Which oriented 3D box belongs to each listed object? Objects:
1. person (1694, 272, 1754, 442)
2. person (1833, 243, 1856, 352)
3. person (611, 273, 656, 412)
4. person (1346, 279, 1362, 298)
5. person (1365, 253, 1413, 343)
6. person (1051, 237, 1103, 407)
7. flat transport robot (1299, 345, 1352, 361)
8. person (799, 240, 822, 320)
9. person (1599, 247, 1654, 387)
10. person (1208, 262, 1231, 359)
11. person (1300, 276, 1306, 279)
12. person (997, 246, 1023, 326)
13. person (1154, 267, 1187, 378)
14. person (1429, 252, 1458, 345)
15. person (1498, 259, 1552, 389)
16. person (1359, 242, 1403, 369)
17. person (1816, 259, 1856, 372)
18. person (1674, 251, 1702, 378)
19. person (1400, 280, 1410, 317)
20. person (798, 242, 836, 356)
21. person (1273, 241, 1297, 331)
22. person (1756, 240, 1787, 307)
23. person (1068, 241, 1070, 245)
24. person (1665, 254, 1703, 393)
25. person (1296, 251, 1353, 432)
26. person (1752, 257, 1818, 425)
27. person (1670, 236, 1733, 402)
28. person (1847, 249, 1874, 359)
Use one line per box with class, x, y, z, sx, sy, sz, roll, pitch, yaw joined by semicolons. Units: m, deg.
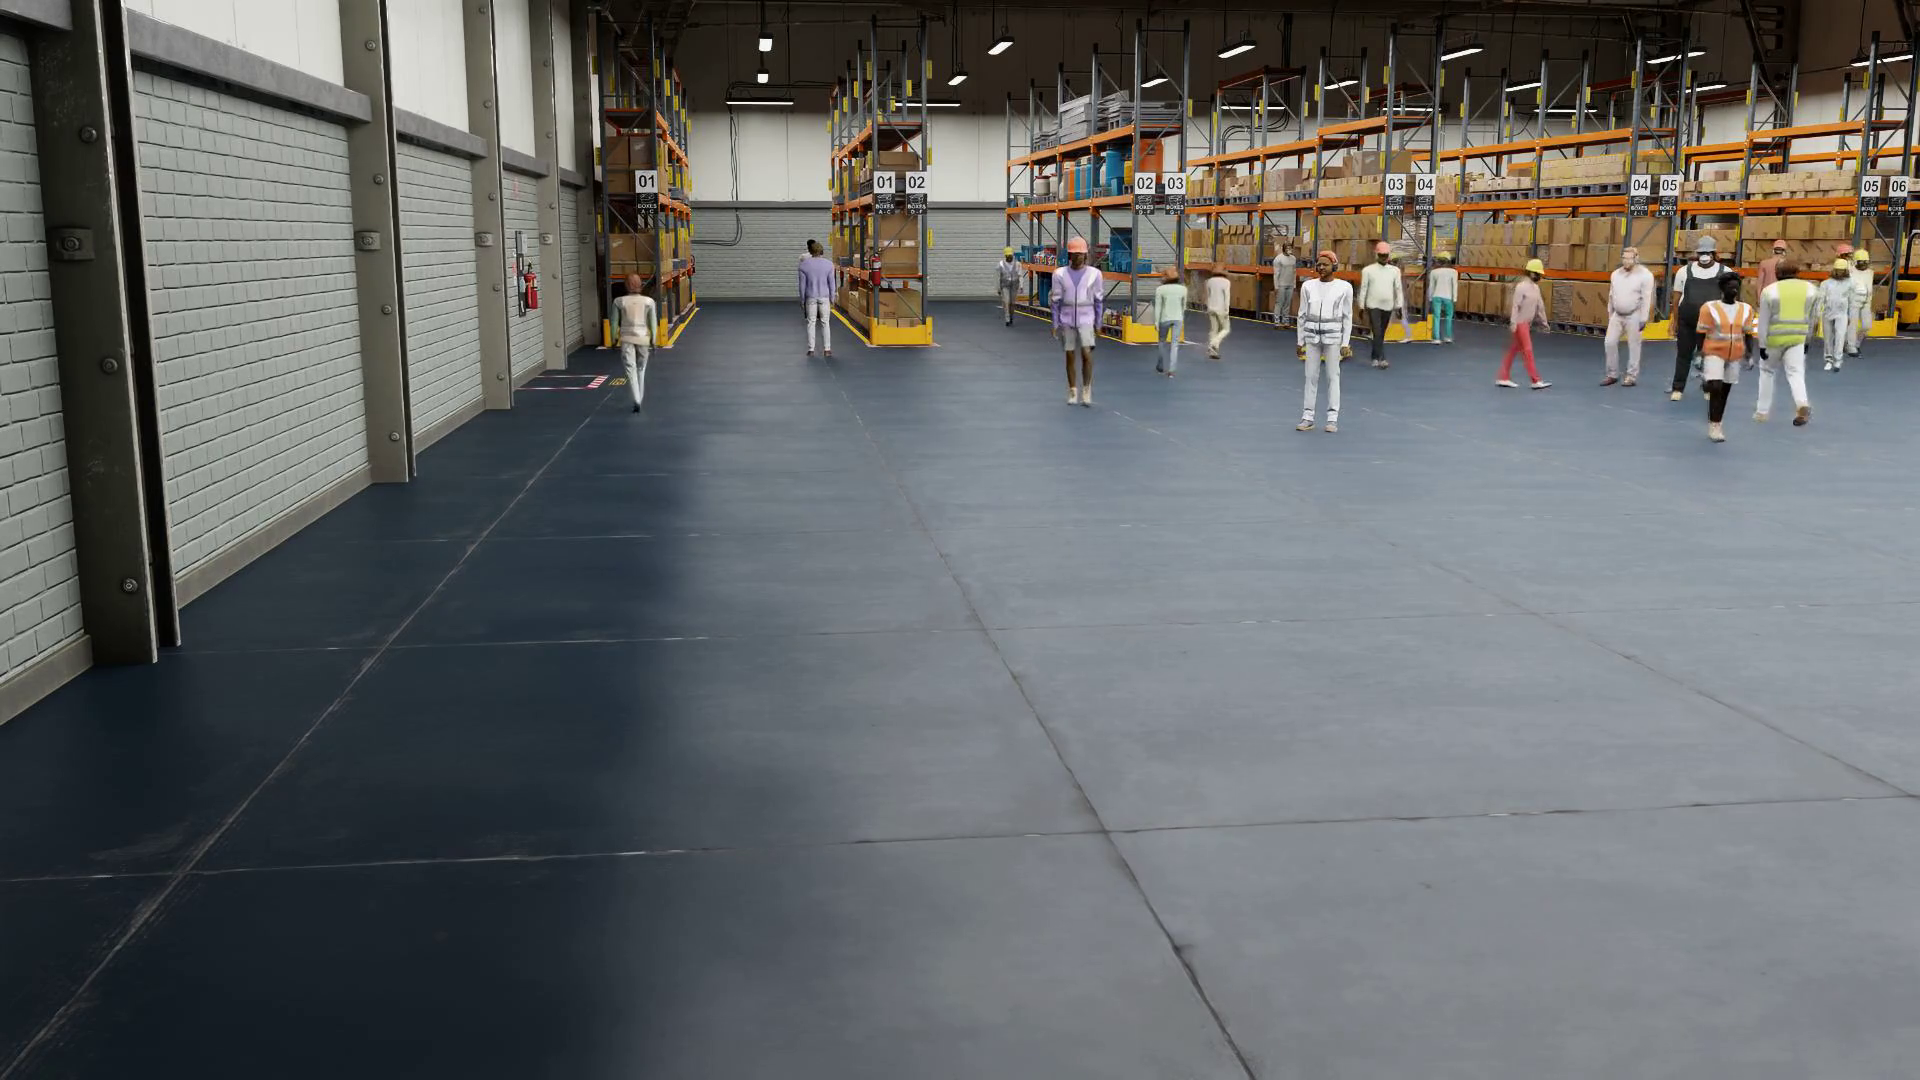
person;7.580;-1.792;16.392;0.553;1.671;0.683;0;10;-2
person;15.512;-4.217;29.062;0.573;1.914;0.589;-7;12;-33
person;-3.807;-2.310;19.448;0.523;1.606;0.808;-4;11;-20
person;10.368;-6.808;43.315;0.682;1.888;0.560;0;10;-2
person;8.255;-4.617;31.814;0.930;1.694;0.632;3;11;18
person;1.380;-2.582;19.807;0.614;2.009;0.882;2;10;9
flat transport robot;6.047;-3.103;27.461;0.652;0.197;1.431;4;11;21
person;-3.631;-6.366;40.694;0.613;1.965;0.361;1;10;5
person;9.001;-3.005;22.482;0.648;1.881;0.668;-8;13;-38
person;4.280;-3.793;27.549;0.373;1.622;0.506;-9;14;-41
person;10.317;-8.152;50.792;0.394;1.855;0.572;-4;11;-22
person;1.118;-5.787;37.934;0.594;1.816;0.615;-2;11;-13
person;3.034;-3.158;24.144;0.493;1.577;0.880;-1;10;-3
person;9.162;-4.569;31.468;0.552;1.725;0.852;6;12;28
person;7.599;-2.864;22.156;0.874;1.708;0.550;9;14;42
person;6.518;-3.615;25.693;0.637;1.940;1.014;-1;10;-4
person;13.231;-3.391;25.147;0.496;1.688;0.925;6;12;31
person;10.683;-3.285;24.138;0.591;1.851;0.887;-2;11;-13
person;11.158;-6.601;42.196;0.591;1.897;0.865;-1;10;-4
person;-2.433;-4.104;28.374;0.632;1.940;0.372;-1;10;-4
person;7.036;-5.499;36.042;0.626;1.933;0.357;-7;13;-35
person;14.629;-4.384;29.826;0.611;1.965;0.780;6;12;31
person;3.165;-7.515;47.146;0.582;1.902;0.777;-4;11;-19
person;9.631;-2.817;21.719;0.882;1.808;0.592;-3;11;-15
person;3.790;-2.067;17.358;0.574;1.883;0.356;6;12;28
person;8.973;-2.157;18.057;0.623;1.814;0.829;1;10;6
person;9.124;-2.712;20.462;0.684;2.000;0.536;5;11;25
person;14.988;-3.928;27.748;0.601;1.812;0.421;-2;11;-12
